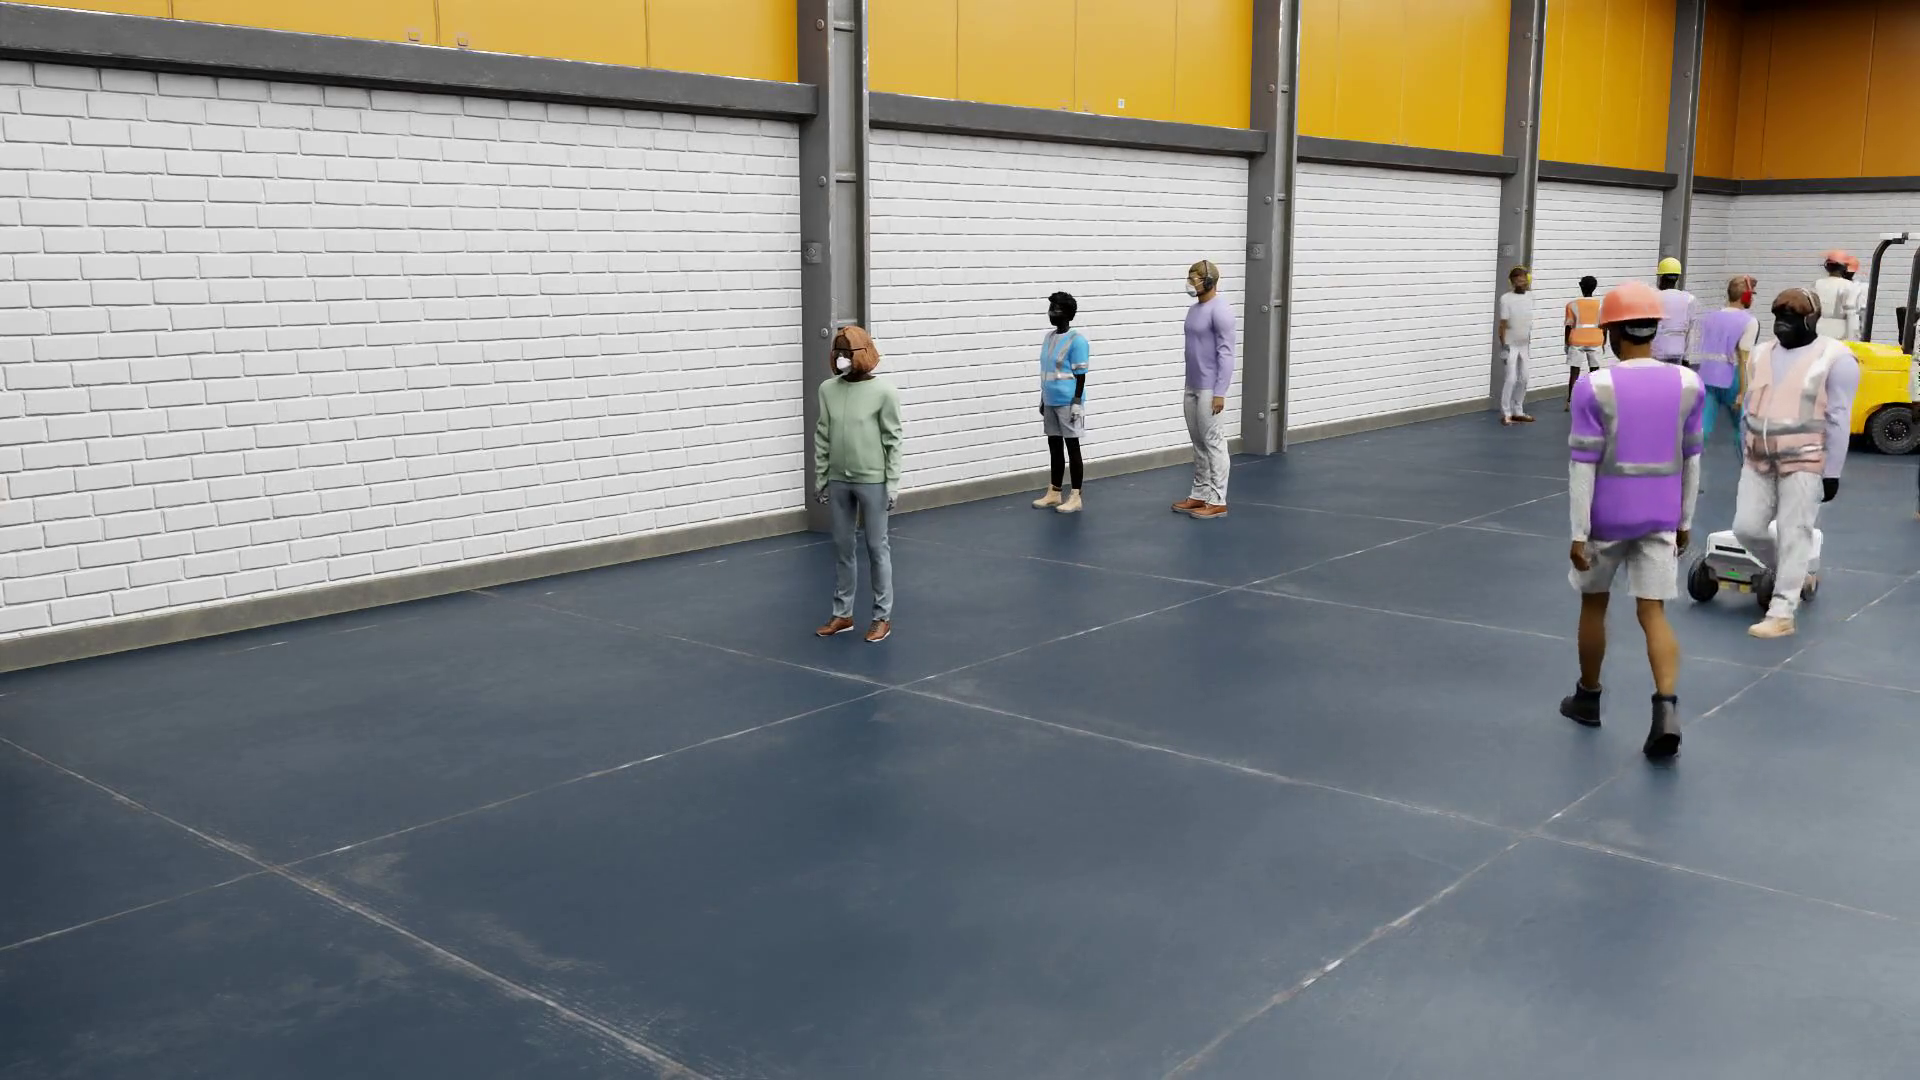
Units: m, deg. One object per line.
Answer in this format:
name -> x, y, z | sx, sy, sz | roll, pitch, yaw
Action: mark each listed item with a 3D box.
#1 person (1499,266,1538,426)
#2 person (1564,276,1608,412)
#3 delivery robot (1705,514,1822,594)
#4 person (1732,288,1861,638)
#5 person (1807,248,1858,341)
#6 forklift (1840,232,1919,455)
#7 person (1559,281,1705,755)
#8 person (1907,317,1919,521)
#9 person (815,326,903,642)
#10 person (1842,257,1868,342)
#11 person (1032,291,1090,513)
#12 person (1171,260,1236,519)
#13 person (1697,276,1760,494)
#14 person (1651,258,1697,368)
person -> 6.351, -2.202, 18.948 | 0.615, 1.828, 0.458 | -5, 11, -25
person -> 7.738, -2.416, 20.571 | 0.535, 1.695, 0.320 | 3, 10, 15
delivery robot -> 4.590, 0.048, 9.491 | 0.707, 0.478, 0.477 | -7, 12, -35
person -> 4.362, -0.401, 8.708 | 0.519, 1.828, 0.631 | -5, 11, -28
person -> 10.151, -2.400, 19.510 | 0.667, 2.029, 0.613 | -6, 12, -30
forklift -> 9.955, -1.972, 16.595 | 2.313, 2.155, 1.214 | 1, 10, 8
person -> 2.736, -0.091, 6.736 | 0.571, 1.897, 0.881 | 0, 10, 1
person -> 7.089, -1.009, 11.830 | 0.651, 1.929, 0.982 | 3, 10, 18
person -> -0.531, -0.289, 8.607 | 0.504, 1.632, 0.270 | 6, 11, 29
person -> 11.971, -2.884, 22.612 | 0.583, 1.899, 0.806 | 7, 12, 33
person -> 0.784, -1.059, 12.812 | 0.319, 1.697, 0.533 | -6, 12, -31
person -> 1.852, -1.133, 12.543 | 0.352, 1.937, 0.635 | -3, 10, -16
person -> 6.361, -1.268, 13.715 | 0.965, 1.792, 0.591 | -4, 11, -20
person -> 7.151, -1.891, 16.893 | 0.587, 1.927, 0.368 | -2, 10, -10
